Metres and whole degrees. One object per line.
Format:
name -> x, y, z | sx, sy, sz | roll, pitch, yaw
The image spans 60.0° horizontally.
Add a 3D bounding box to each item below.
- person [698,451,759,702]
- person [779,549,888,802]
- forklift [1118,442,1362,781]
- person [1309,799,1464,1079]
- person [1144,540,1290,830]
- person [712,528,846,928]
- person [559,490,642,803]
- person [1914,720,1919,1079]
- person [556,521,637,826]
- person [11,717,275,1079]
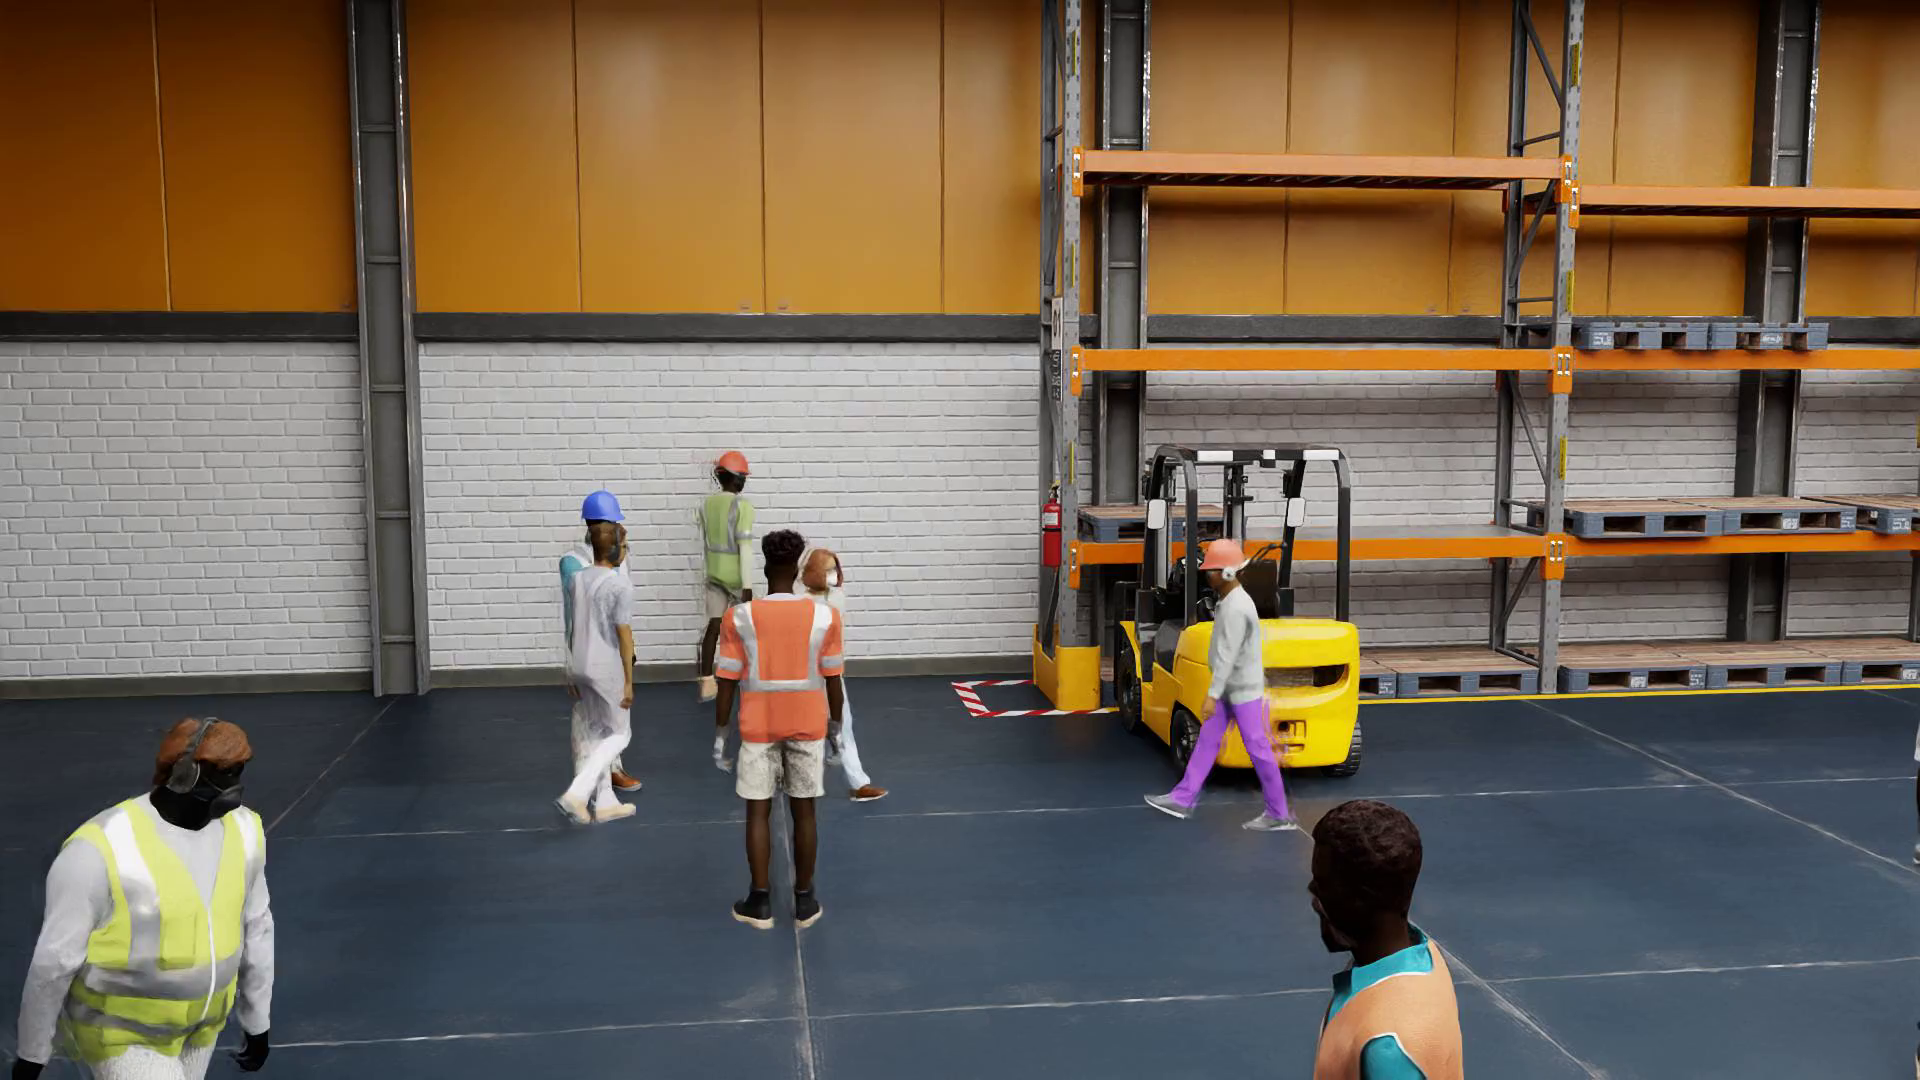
person -> -1.766, 0.281, 13.515 | 0.636, 2.002, 0.939 | 5, 8, 39
person -> -0.854, 0.846, 10.372 | 0.873, 1.578, 0.517 | 5, 8, 39
forklift -> 1.912, 0.418, 11.496 | 1.214, 2.155, 2.313 | -1, 7, -8
person -> 0.884, 1.477, 3.429 | 0.373, 1.915, 0.594 | 2, 7, 13
person -> 1.537, 0.857, 9.767 | 0.885, 1.705, 0.589 | 0, 7, 1
person -> -0.880, 0.918, 8.170 | 0.639, 1.952, 0.402 | -1, 7, -9
person -> -2.256, 0.658, 10.462 | 0.388, 1.947, 0.612 | 3, 7, 23
person -> 3.952, 1.120, 6.330 | 0.605, 1.966, 0.373 | 1, 7, 11
person -> -2.139, 0.801, 9.751 | 0.534, 1.825, 0.565 | 4, 8, 34
person -> -2.230, 1.399, 4.723 | 0.936, 1.777, 0.690 | 3, 7, 24
